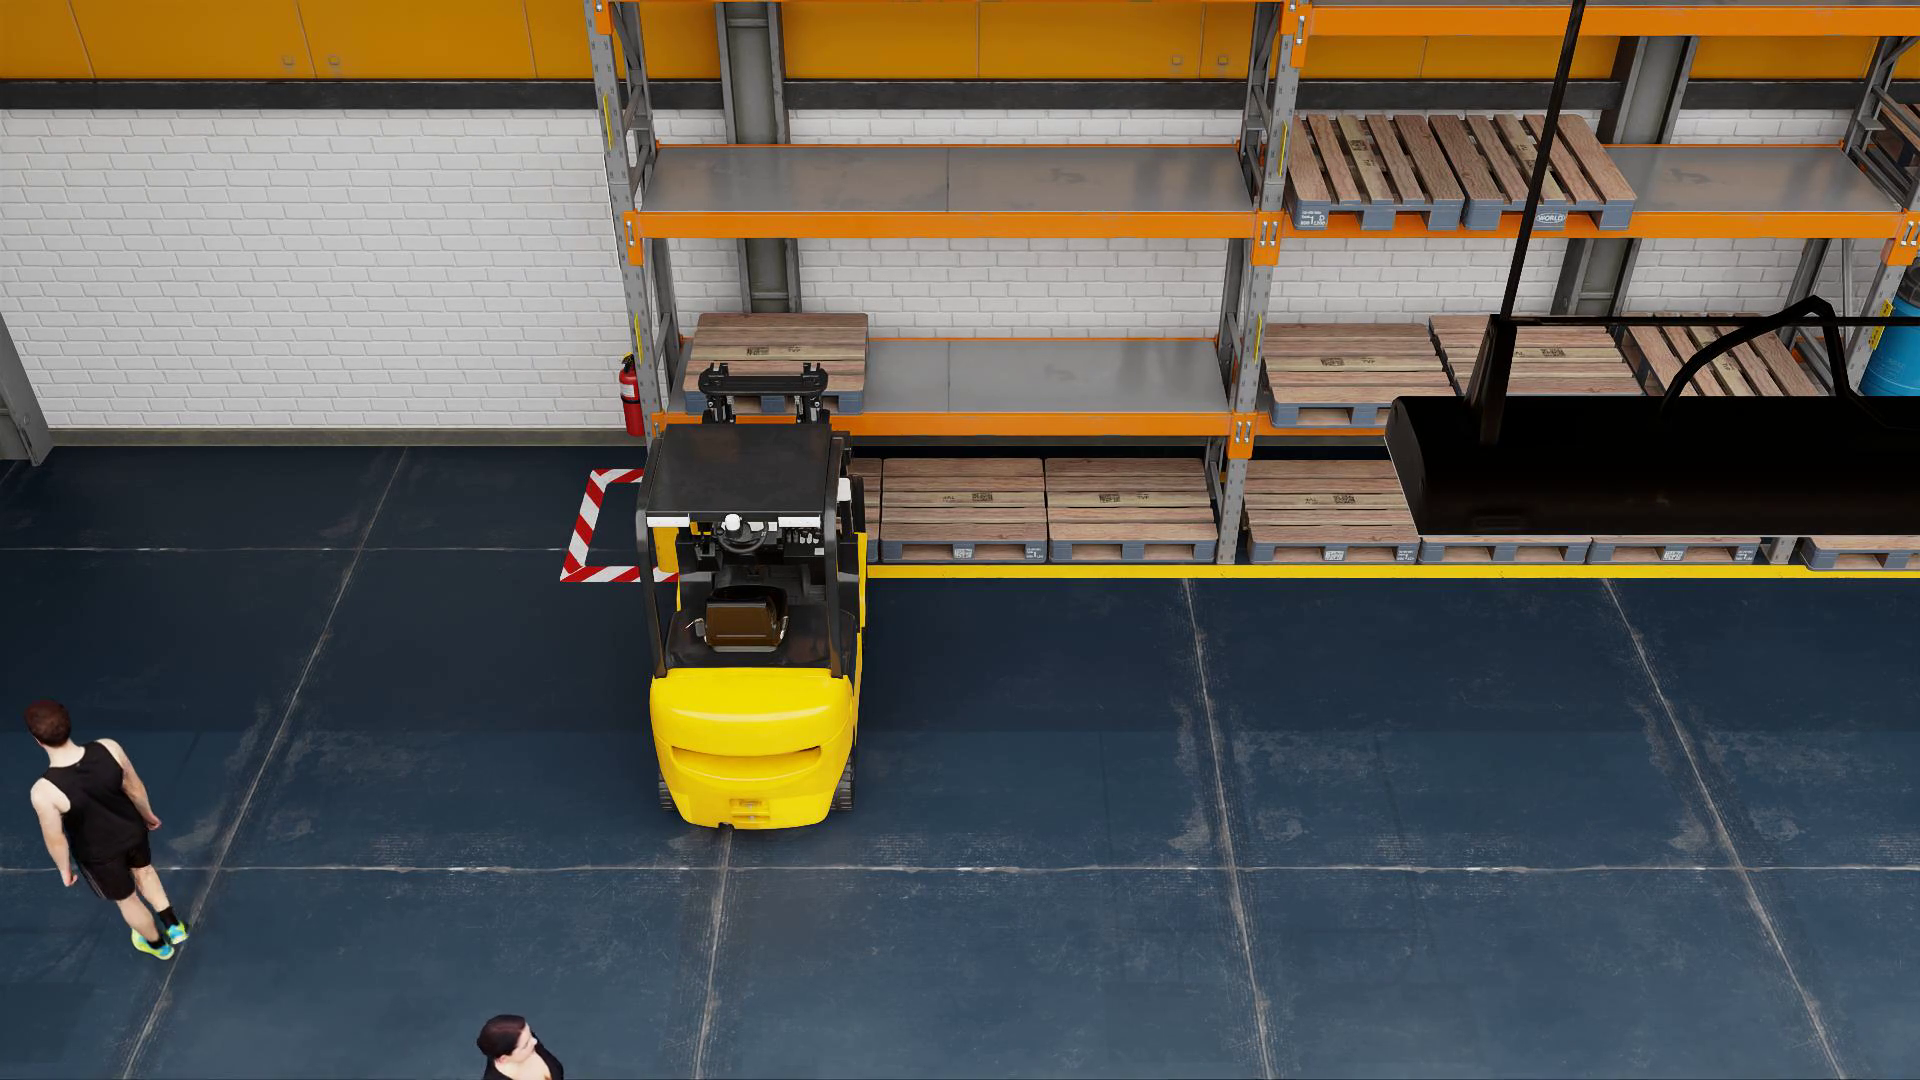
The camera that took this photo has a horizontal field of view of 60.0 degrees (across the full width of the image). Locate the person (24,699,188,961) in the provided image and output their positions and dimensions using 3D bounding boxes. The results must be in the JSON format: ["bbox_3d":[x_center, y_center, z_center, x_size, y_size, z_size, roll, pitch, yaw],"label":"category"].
[{"bbox_3d":[-4.419,1.594,8.731,0.831,1.885,0.817,21,43,24],"label":"person"}]

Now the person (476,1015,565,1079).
[{"bbox_3d":[-2.031,2.689,7.478,0.797,1.737,0.673,1,39,1],"label":"person"}]
